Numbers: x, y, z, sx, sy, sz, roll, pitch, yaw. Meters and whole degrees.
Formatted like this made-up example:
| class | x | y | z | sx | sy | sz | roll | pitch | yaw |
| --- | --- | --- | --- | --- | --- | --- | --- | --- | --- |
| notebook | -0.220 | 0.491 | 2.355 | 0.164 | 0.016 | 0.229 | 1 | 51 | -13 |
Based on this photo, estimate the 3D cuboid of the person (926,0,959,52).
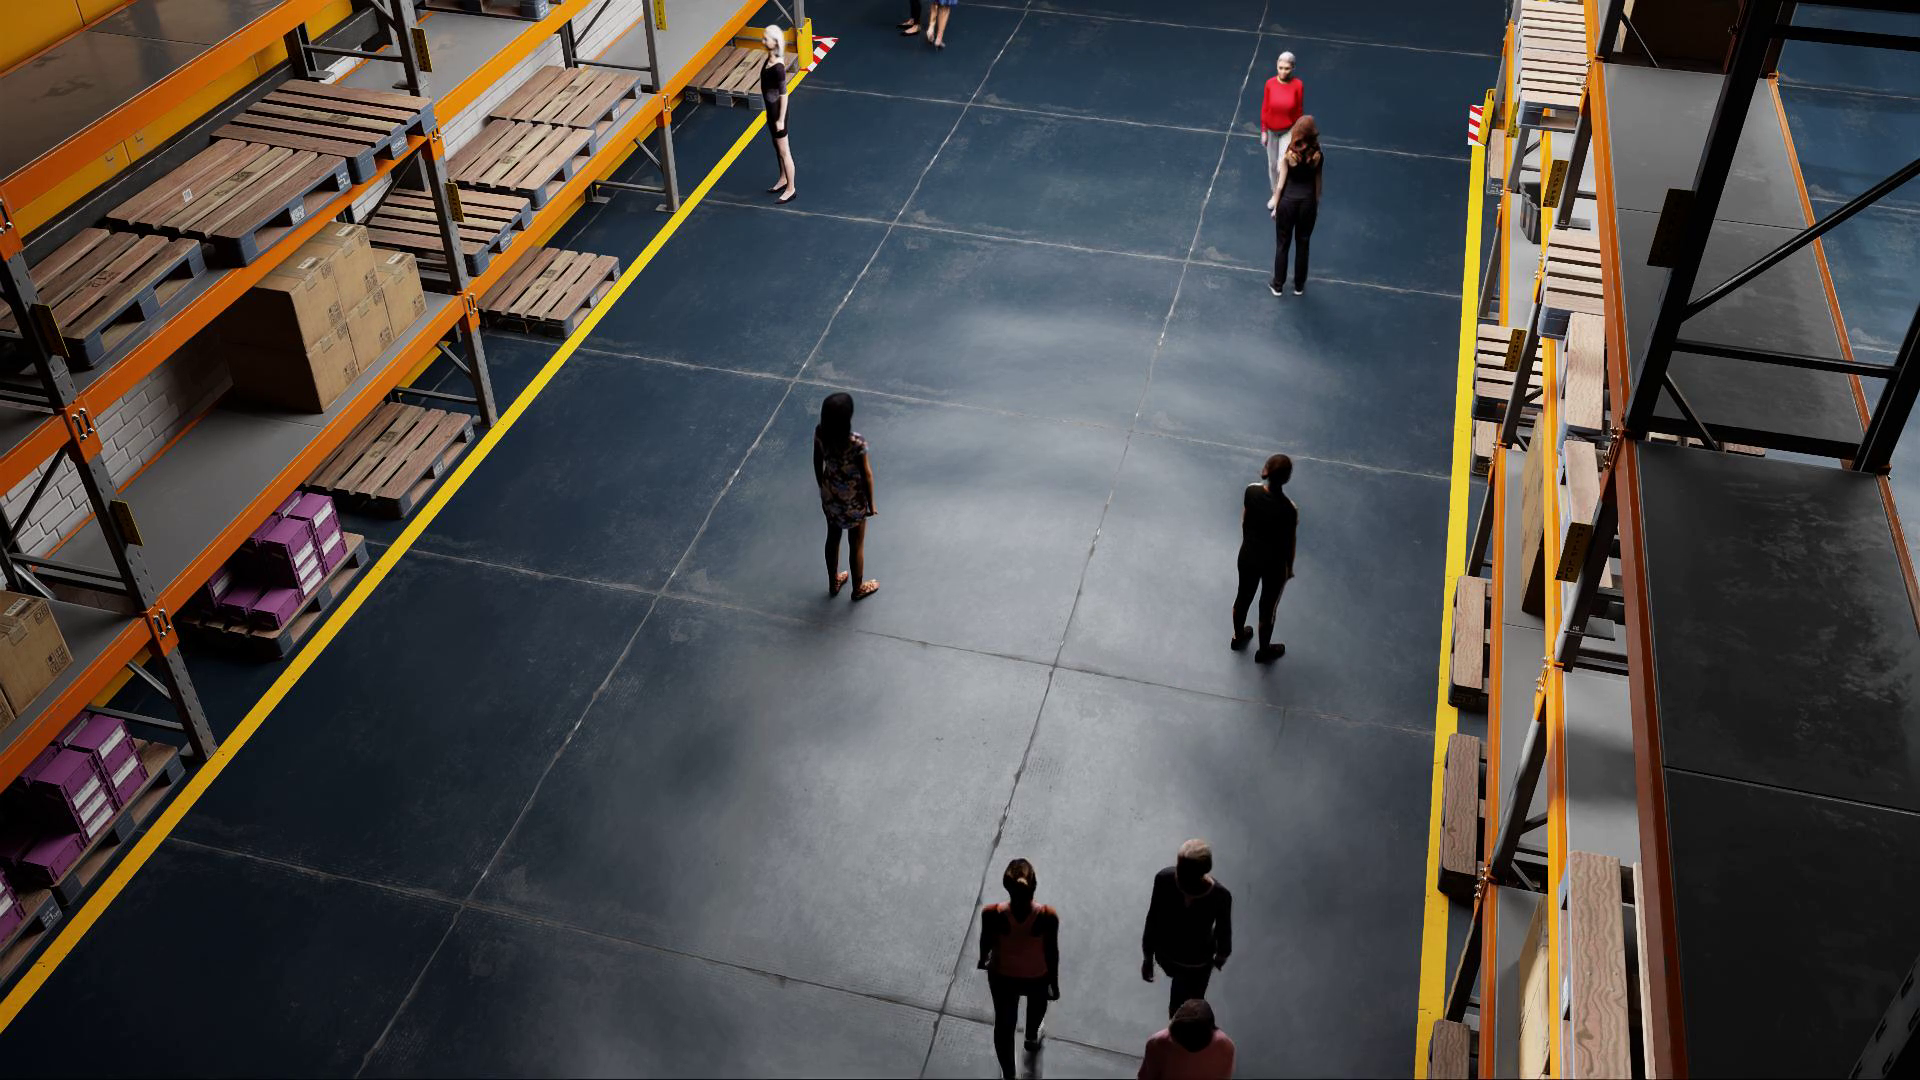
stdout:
| class | x | y | z | sx | sy | sz | roll | pitch | yaw |
| --- | --- | --- | --- | --- | --- | --- | --- | --- | --- |
| person | -0.227 | -6.658 | 19.772 | 0.734 | 1.779 | 0.727 | 14 | 41 | 17 |

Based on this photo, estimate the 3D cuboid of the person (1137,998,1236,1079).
| class | x | y | z | sx | sy | sz | roll | pitch | yaw |
| --- | --- | --- | --- | --- | --- | --- | --- | --- | --- |
| person | 1.073 | 2.721 | 8.112 | 0.743 | 1.675 | 0.964 | 0 | 39 | 0 |

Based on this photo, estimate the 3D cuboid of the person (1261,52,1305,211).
| class | x | y | z | sx | sy | sz | roll | pitch | yaw |
| --- | --- | --- | --- | --- | --- | --- | --- | --- | --- |
| person | 3.219 | -4.110 | 16.663 | 0.582 | 1.677 | 0.728 | 11 | 40 | 13 |

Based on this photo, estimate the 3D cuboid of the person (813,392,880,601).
| class | x | y | z | sx | sy | sz | roll | pitch | yaw |
| --- | --- | --- | --- | --- | --- | --- | --- | --- | --- |
| person | -0.832 | -0.313 | 11.864 | 0.646 | 1.733 | 0.579 | 18 | 42 | 22 |

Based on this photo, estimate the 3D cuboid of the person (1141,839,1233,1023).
| class | x | y | z | sx | sy | sz | roll | pitch | yaw |
| --- | --- | --- | --- | --- | --- | --- | --- | --- | --- |
| person | 1.207 | 2.111 | 8.870 | 0.793 | 1.681 | 1.182 | 18 | 42 | 21 |

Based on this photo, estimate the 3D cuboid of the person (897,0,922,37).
| class | x | y | z | sx | sy | sz | roll | pitch | yaw |
| --- | --- | --- | --- | --- | --- | --- | --- | --- | --- |
| person | -0.611 | -7.042 | 20.300 | 0.711 | 1.720 | 0.579 | -7 | 39 | -8 |

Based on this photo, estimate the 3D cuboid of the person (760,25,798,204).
| class | x | y | z | sx | sy | sz | roll | pitch | yaw |
| --- | --- | --- | --- | --- | --- | --- | --- | --- | --- |
| person | -1.842 | -4.295 | 16.777 | 0.719 | 1.825 | 0.616 | -12 | 40 | -15 |

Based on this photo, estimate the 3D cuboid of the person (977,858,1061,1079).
| class | x | y | z | sx | sy | sz | roll | pitch | yaw |
| --- | --- | --- | --- | --- | --- | --- | --- | --- | --- |
| person | 0.307 | 2.325 | 8.647 | 0.674 | 1.625 | 0.787 | 3 | 39 | 4 |

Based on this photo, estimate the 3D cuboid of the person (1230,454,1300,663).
| class | x | y | z | sx | sy | sz | roll | pitch | yaw |
| --- | --- | --- | --- | --- | --- | --- | --- | --- | --- |
| person | 2.083 | 0.116 | 11.377 | 0.656 | 1.669 | 0.663 | 31 | 48 | 33 |

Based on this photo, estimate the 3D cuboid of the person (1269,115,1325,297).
| class | x | y | z | sx | sy | sz | roll | pitch | yaw |
| --- | --- | --- | --- | --- | --- | --- | --- | --- | --- |
| person | 3.098 | -3.068 | 15.305 | 0.630 | 1.743 | 0.582 | 0 | 39 | 0 |
